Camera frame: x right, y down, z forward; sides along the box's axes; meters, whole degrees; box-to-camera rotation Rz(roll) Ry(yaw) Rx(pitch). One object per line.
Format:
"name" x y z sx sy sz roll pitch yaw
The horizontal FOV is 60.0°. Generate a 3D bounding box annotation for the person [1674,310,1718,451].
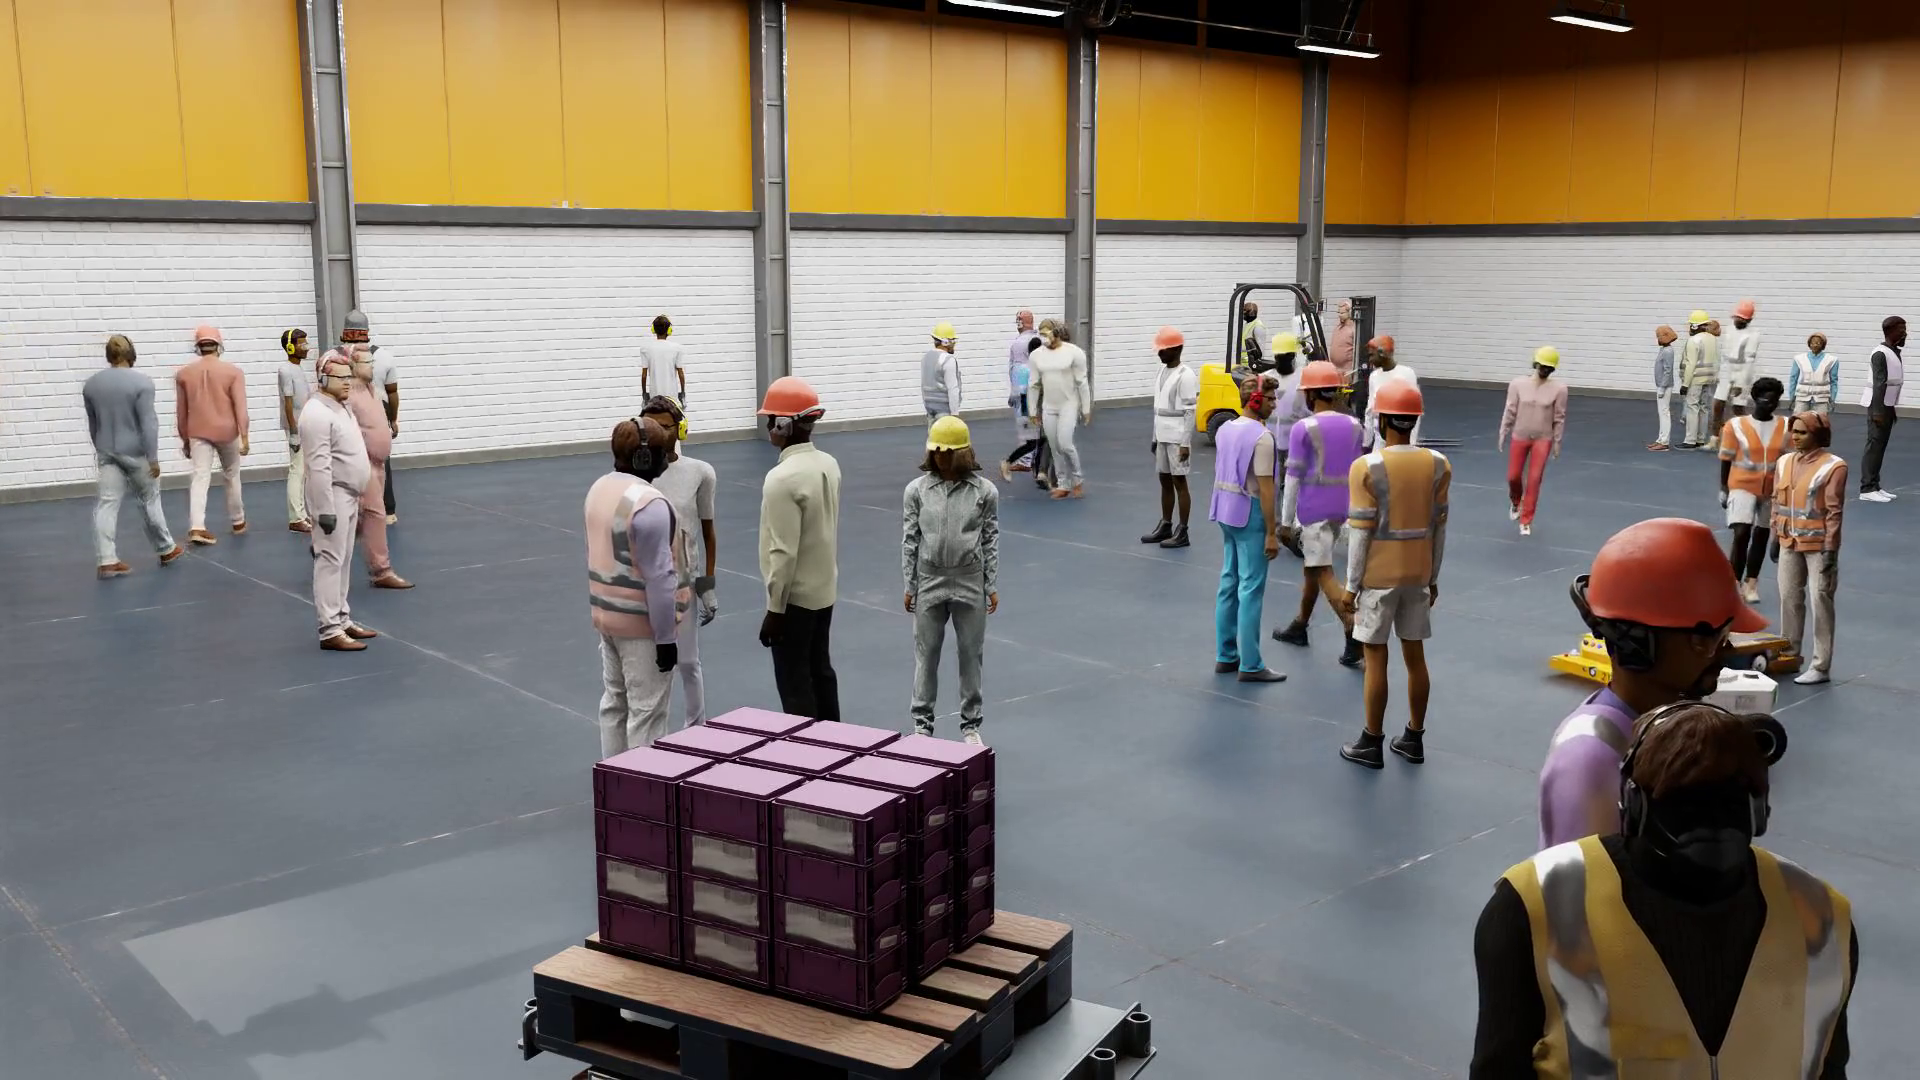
"person" 9.597 -2.079 21.712 0.588 1.835 0.403 -7 12 -37

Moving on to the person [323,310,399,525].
"person" -5.644 -1.149 15.664 0.689 2.000 0.538 -4 10 -22

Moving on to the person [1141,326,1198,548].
"person" 1.828 -0.894 14.489 0.378 1.934 0.543 -4 11 -23

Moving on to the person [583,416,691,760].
"person" -1.399 0.378 7.307 0.430 1.844 0.623 -7 12 -36

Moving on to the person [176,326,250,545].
"person" -6.651 -0.933 14.805 0.653 1.919 1.052 -2 10 -10

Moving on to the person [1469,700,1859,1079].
"person" 1.139 1.161 2.722 0.621 1.845 0.429 0 10 2

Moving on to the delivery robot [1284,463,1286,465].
"delivery robot" 3.554 -0.902 18.288 0.707 0.478 0.477 -8 12 -37

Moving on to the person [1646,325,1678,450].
"person" 9.185 -1.983 21.742 0.283 1.633 0.498 3 10 18

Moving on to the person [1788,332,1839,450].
"person" 10.136 -1.651 19.784 0.523 1.636 0.310 5 11 29

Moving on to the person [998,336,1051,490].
"person" 0.756 -1.372 18.040 0.552 1.681 0.540 7 12 36

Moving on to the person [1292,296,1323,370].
"person" 5.669 -3.047 27.237 0.584 1.882 0.337 -3 10 -17

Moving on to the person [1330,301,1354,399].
"person" 5.395 -2.395 23.373 0.409 1.903 0.639 -4 11 -23

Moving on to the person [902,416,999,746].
"person" -0.047 0.240 8.415 0.492 1.739 0.320 0 10 0

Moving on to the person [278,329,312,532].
"person" -6.082 -1.006 15.331 0.329 1.872 0.508 -2 10 -11

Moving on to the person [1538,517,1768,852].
"person" 1.310 0.966 3.273 0.381 2.045 0.605 6 11 30

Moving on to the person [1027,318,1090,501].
"person" 1.008 -1.338 17.183 0.654 1.903 0.481 6 11 31

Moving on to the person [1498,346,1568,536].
"person" 5.229 -0.920 15.224 0.586 1.728 0.575 3 10 18

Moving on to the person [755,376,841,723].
"person" -0.743 0.252 7.593 0.382 1.993 0.622 3 10 18

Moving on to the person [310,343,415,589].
"person" -4.611 -0.557 12.670 0.787 1.884 0.650 0 10 2

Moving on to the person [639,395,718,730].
"person" -1.437 0.226 8.118 0.513 1.872 0.328 0 10 0

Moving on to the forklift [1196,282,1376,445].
"forklift" 4.328 -2.346 22.227 2.313 2.155 1.214 3 10 16

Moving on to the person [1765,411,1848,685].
"person" 5.038 0.040 9.913 0.321 1.627 0.509 -3 10 -19

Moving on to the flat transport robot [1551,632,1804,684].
"flat transport robot" 4.372 0.683 10.116 1.431 0.197 0.652 -5 11 -26

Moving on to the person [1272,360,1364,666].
"person" 2.315 -0.178 10.455 0.550 1.895 0.979 -6 11 -31

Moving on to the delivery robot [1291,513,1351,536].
"delivery robot" 3.135 -0.189 14.114 0.707 0.478 0.477 0 10 0

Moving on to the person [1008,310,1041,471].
"person" 0.774 -1.760 19.662 0.406 1.902 0.639 7 12 35

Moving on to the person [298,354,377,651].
"person" -4.020 -0.246 10.782 0.399 1.905 0.642 -1 10 -7

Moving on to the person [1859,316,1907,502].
"person" 9.588 -1.365 17.283 0.391 1.920 0.587 8 13 39

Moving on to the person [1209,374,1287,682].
"person" 1.706 -0.072 9.954 0.388 1.838 0.563 -4 10 -21

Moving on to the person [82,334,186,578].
"person" -6.649 -0.684 13.336 0.660 1.901 0.963 1 10 8

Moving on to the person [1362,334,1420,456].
"person" 3.827 -0.870 14.568 0.428 1.857 0.632 -6 11 -32

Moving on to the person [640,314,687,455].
"person" -3.382 -1.633 19.001 0.530 1.871 0.323 -1 10 -4

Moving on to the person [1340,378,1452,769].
"person" 2.138 0.169 8.249 0.544 1.939 0.355 -3 10 -18

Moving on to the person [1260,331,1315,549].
"person" 2.864 -0.859 14.403 0.604 1.903 0.710 7 12 37

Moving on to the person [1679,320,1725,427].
"person" 11.055 -2.457 24.612 0.757 1.606 0.515 -3 10 -19

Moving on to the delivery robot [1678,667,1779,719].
"delivery robot" 3.723 0.785 8.414 0.707 0.478 0.477 1 10 4

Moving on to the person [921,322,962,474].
"person" -0.178 -1.414 17.833 0.404 1.828 0.602 -6 12 -33

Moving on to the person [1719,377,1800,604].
"person" 5.763 -0.329 11.961 0.533 1.668 0.683 2 10 9

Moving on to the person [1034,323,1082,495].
"person" 1.047 -1.389 17.691 0.497 1.825 0.396 7 12 35

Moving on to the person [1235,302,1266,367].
"person" 4.350 -2.645 25.008 0.429 1.841 0.634 -2 10 -12

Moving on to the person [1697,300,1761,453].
"person" 9.837 -2.061 21.188 0.817 1.975 0.701 -3 10 -18
